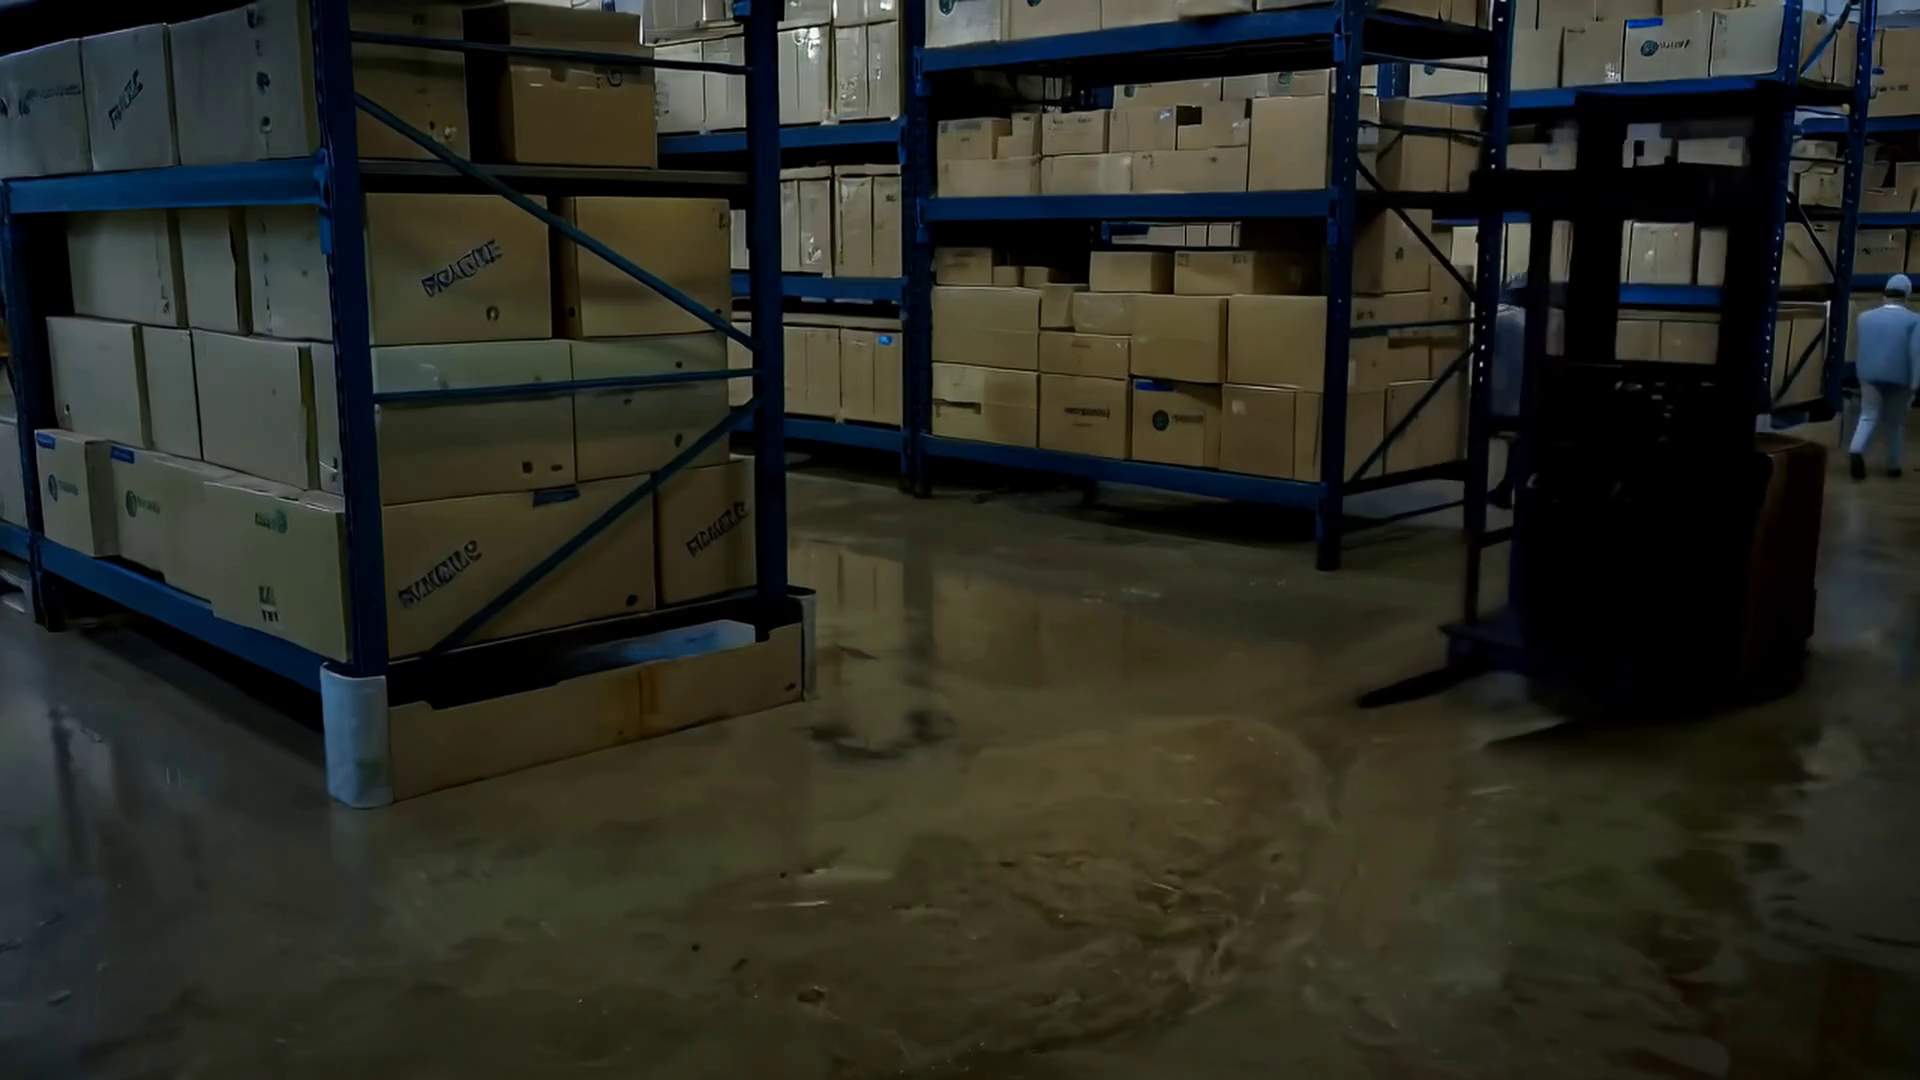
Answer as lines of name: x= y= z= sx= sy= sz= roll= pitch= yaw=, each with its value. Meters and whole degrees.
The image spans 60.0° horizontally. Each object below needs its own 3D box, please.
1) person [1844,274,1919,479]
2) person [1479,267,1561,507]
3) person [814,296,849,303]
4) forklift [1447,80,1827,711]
person: x=8.053 y=-1.413 z=14.500 sx=0.731 sy=1.803 sz=0.599 roll=-9 pitch=14 yaw=-41
person: x=4.322 y=-1.129 z=12.707 sx=0.542 sy=1.902 sz=0.938 roll=-4 pitch=11 yaw=-22
person: x=-1.525 y=-2.484 z=20.118 sx=0.544 sy=1.897 sz=0.992 roll=-10 pitch=14 yaw=-44
forklift: x=3.434 y=-0.785 z=8.134 sx=1.873 sy=2.768 sz=1.129 roll=-10 pitch=14 yaw=-44
